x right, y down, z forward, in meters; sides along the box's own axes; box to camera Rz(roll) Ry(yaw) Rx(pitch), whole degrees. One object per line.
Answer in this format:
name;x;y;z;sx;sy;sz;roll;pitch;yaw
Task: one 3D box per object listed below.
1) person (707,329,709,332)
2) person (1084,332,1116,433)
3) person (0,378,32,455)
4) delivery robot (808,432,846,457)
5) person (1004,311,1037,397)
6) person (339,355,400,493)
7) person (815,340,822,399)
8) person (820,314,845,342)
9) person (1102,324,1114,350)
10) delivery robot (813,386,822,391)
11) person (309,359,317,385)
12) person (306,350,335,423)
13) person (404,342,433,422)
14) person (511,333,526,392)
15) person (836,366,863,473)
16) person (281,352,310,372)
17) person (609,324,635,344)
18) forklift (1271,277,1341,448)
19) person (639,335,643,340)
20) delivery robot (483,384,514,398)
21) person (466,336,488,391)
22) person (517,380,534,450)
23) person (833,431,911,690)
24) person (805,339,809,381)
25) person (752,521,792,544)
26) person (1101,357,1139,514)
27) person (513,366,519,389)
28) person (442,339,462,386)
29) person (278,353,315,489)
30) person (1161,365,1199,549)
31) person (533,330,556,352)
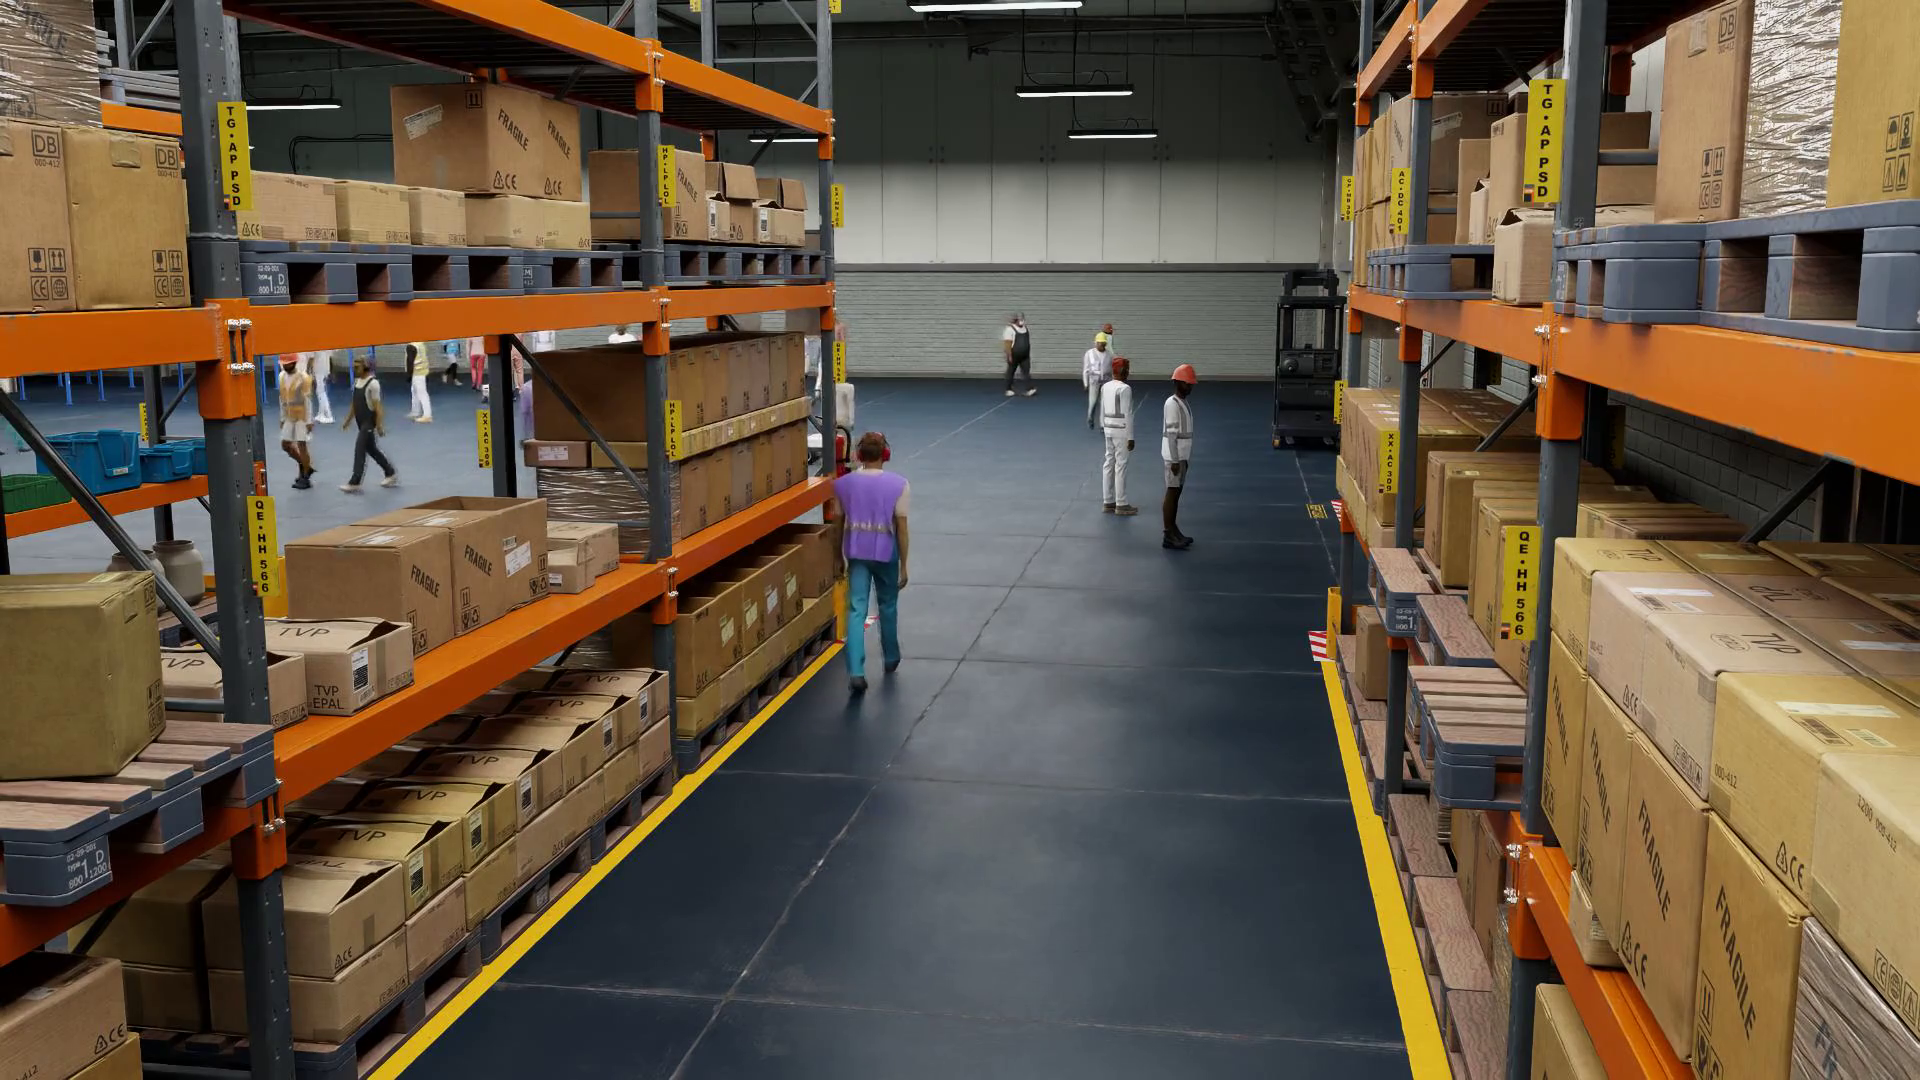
person;-5.937;-4.407;40.176;0.531;1.659;0.869;-8;12;-39
person;2.540;-2.851;30.076;0.593;1.820;0.430;-1;9;-4
person;-15.194;-2.239;26.528;0.552;1.733;0.786;5;10;28
delivery robot;-2.067;-1.479;25.353;0.707;0.478;0.477;1;9;6
person;1.371;-4.333;38.672;0.699;2.000;1.040;-6;11;-31
person;-7.941;-1.577;22.290;0.525;1.806;0.916;9;13;43
person;-3.091;-4.015;37.958;0.538;1.598;0.734;4;10;23
person;-3.299;-4.961;42.869;0.670;1.888;0.443;1;9;8
person;3.573;-4.451;40.518;0.284;1.633;0.501;-6;11;-31
delivery robot;-2.921;-3.372;36.215;0.335;0.223;0.698;5;10;29
person;-16.631;-4.978;42.850;0.452;1.930;0.648;2;9;12
person;-12.398;-3.182;32.079;0.747;1.842;0.535;3;10;20
person;-10.594;-3.204;32.369;0.677;1.800;0.638;0;9;-3
person;-10.561;-4.381;39.239;0.641;1.912;0.410;-6;11;-34
person;-1.669;-1.691;23.563;0.524;1.597;0.700;4;10;25
person;-13.061;-3.314;32.709;0.491;1.897;0.640;7;12;37
person;-7.363;-3.883;36.352;0.584;1.858;0.860;-1;9;-5
forklift;5.847;-3.016;27.970;1.129;2.768;1.873;1;9;9
person;-4.492;-2.035;24.539;0.616;2.002;0.456;-1;9;-6
delivery robot;-10.271;-3.365;36.983;0.477;0.478;0.707;5;10;27
person;-11.750;-4.515;40.569;0.541;1.732;0.545;-2;9;-12
person;-5.000;-1.265;20.079;0.683;1.882;0.708;-1;9;-6
person;-0.628;0.134;11.784;0.581;1.795;1.027;2;9;10
person;-3.285;-3.428;33.341;0.647;1.920;0.389;6;11;33
person;-1.749;-0.391;14.883;0.904;1.840;0.531;7;11;35
person;1.923;-1.267;20.113;0.355;1.885;0.575;-5;11;-30
person;-10.980;-4.513;40.883;0.309;1.641;0.511;7;12;38
person;-12.981;-4.766;42.329;0.666;1.671;0.543;5;10;26
person;-8.923;-1.643;22.359;0.558;1.905;0.504;3;10;21
person;2.337;-0.893;17.658;0.376;1.932;0.543;3;10;19
person;-10.248;-4.679;41.042;0.554;1.918;0.486;-2;9;-13
